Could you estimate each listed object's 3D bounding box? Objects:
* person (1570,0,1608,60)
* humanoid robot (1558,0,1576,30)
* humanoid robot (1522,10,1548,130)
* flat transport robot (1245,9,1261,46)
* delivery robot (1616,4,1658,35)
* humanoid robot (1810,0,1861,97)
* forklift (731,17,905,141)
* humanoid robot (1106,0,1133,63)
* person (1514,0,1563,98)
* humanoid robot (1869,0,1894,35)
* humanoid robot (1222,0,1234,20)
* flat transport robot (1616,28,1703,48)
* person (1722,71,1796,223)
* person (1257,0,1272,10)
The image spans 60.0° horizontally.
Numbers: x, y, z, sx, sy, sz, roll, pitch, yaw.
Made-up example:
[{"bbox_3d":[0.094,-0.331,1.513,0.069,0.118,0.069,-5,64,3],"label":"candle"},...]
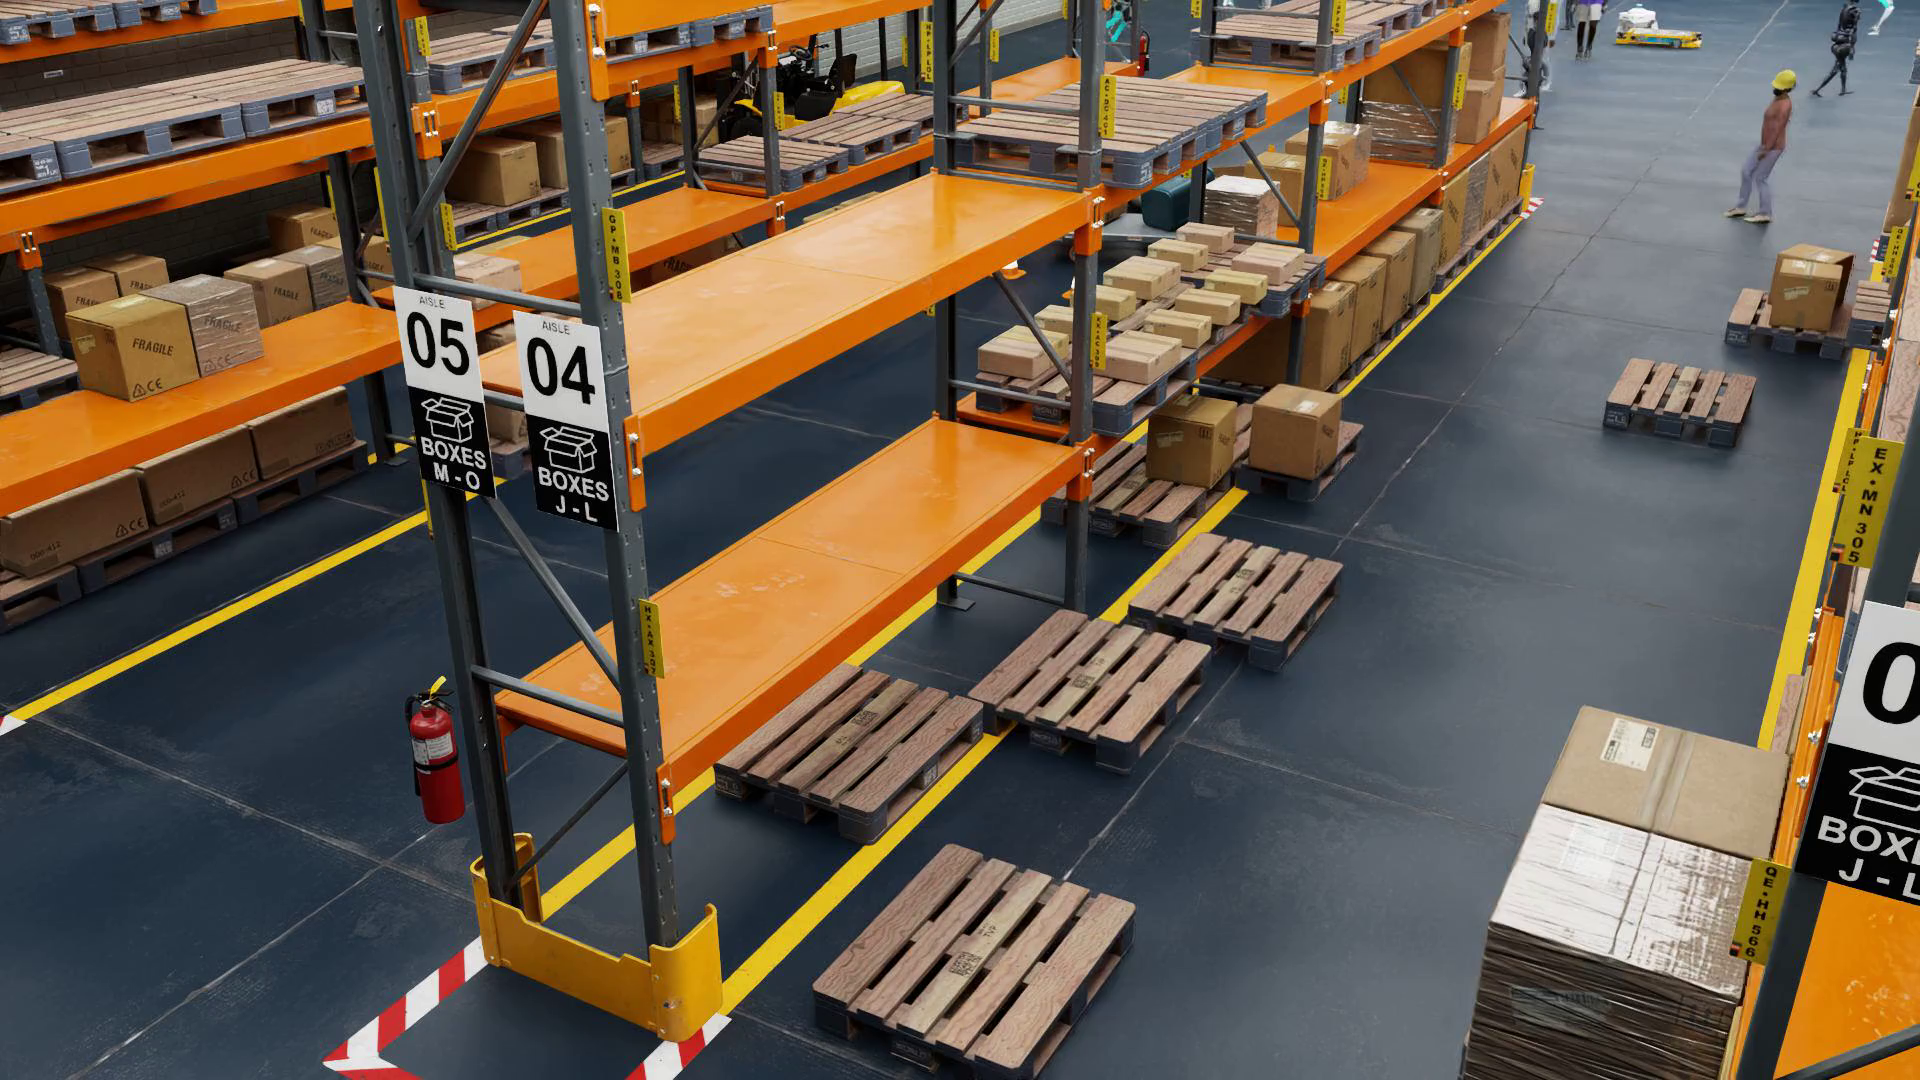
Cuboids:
[{"bbox_3d":[10.842,-9.260,28.650,0.607,1.941,0.593,12,28,23],"label":"person"},{"bbox_3d":[11.710,-10.600,31.742,0.326,1.654,0.589,19,32,34],"label":"humanoid robot"},{"bbox_3d":[8.080,-6.683,23.618,0.638,1.637,0.603,5,26,9],"label":"humanoid robot"},{"bbox_3d":[5.342,-8.004,27.973,1.431,0.231,0.659,2,26,5],"label":"flat transport robot"},{"bbox_3d":[12.771,-9.789,31.361,0.795,0.602,0.499,-16,30,-29],"label":"delivery robot"},{"bbox_3d":[13.681,-7.696,25.765,0.736,1.638,0.609,1,26,1],"label":"humanoid robot"},{"bbox_3d":[-1.819,-5.975,21.543,2.313,2.155,1.214,14,29,26],"label":"forklift"},{"bbox_3d":[2.566,-8.838,28.041,0.956,1.739,0.530,-13,29,-26],"label":"humanoid robot"},{"bbox_3d":[9.020,-7.861,25.808,0.591,1.898,0.824,22,33,38],"label":"person"},{"bbox_3d":[17.440,-10.422,31.290,0.581,1.770,0.777,-20,32,-35],"label":"humanoid robot"},{"bbox_3d":[5.132,-10.660,31.801,0.592,1.775,0.870,7,27,15],"label":"humanoid robot"},{"bbox_3d":[12.790,-9.180,30.416,1.431,0.231,0.659,11,28,21],"label":"flat transport robot"},{"bbox_3d":[9.108,-4.478,18.951,0.581,1.730,0.547,6,26,13],"label":"person"},{"bbox_3d":[6.028,-11.173,32.680,0.641,1.907,0.887,5,26,10],"label":"person"}]
